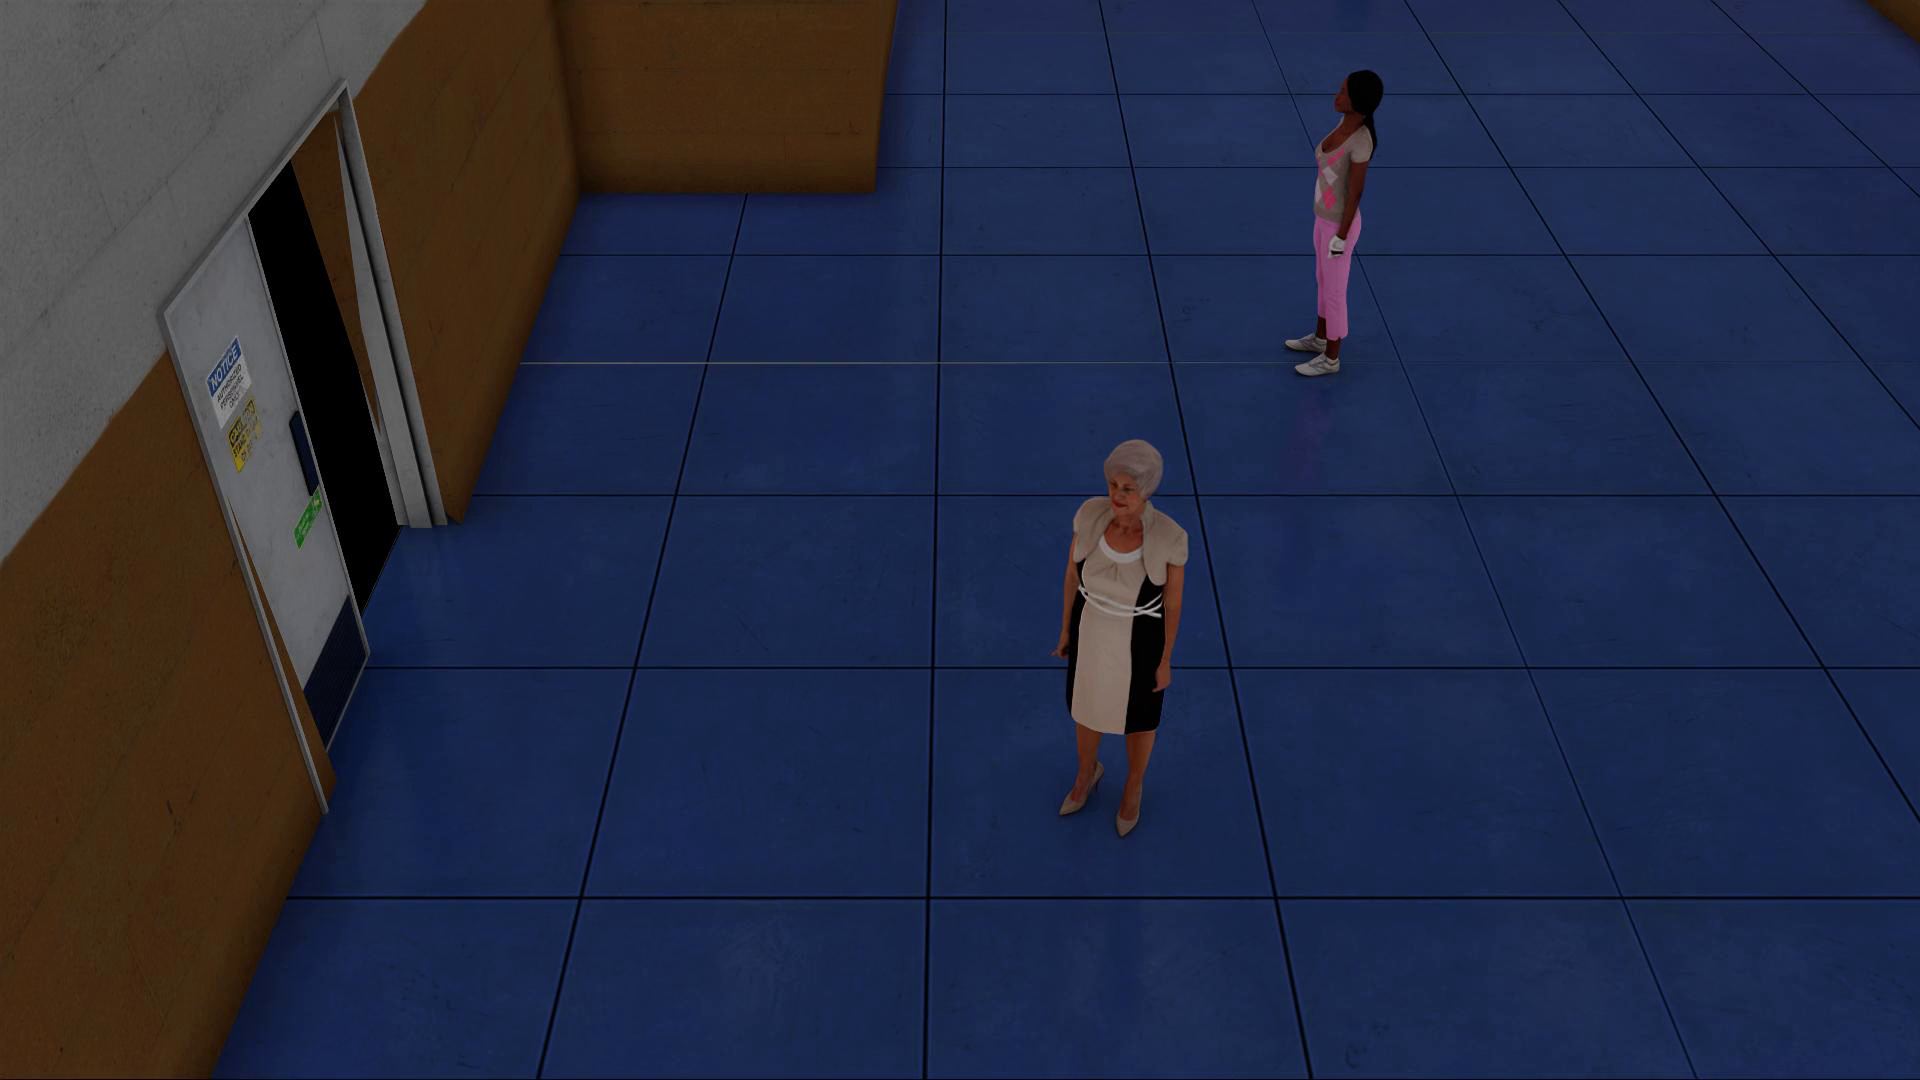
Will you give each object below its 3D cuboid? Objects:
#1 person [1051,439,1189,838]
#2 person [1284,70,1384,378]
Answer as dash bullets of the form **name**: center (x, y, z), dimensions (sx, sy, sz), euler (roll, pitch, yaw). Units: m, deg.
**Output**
- **person**: center (0.601, 0.380, 6.241), dimensions (0.630, 1.756, 0.760), euler (18, 40, 22)
- **person**: center (2.055, -1.717, 9.049), dimensions (0.499, 1.740, 0.571), euler (0, 37, -1)
